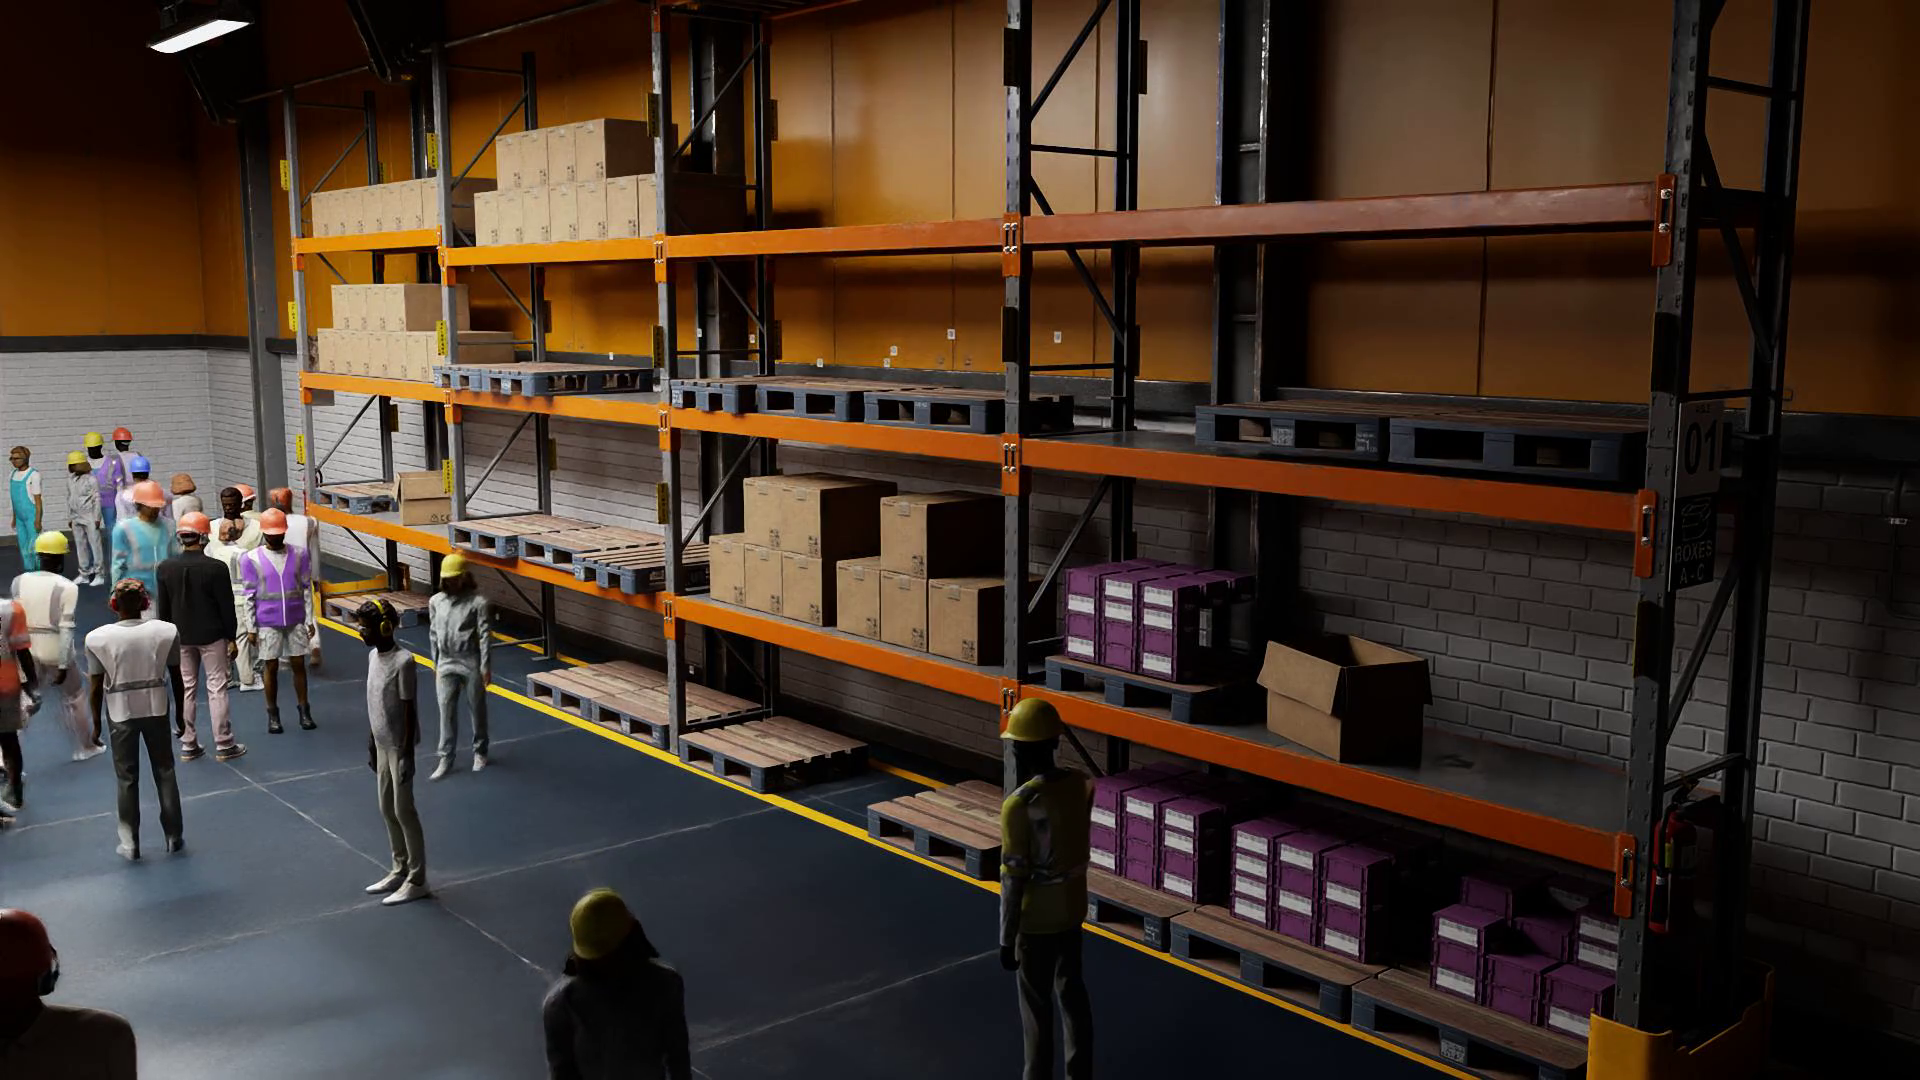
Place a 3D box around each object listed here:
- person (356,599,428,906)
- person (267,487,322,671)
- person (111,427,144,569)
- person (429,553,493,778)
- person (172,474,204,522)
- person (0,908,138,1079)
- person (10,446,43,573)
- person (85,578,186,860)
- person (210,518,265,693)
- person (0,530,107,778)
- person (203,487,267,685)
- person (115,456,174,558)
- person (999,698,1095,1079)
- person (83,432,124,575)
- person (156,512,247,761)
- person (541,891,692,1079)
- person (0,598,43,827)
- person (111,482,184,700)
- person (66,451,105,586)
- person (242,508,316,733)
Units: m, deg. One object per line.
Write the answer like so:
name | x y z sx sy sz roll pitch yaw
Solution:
person | -3.473 1.277 10.132 0.523 1.856 0.348 8 11 44
person | -6.552 0.387 16.283 0.602 1.858 0.664 -8 11 -43
person | -11.337 -0.565 22.627 0.354 1.939 0.545 4 9 23
person | -3.848 0.951 12.814 0.490 1.745 0.380 1 8 5
person | -9.067 0.033 19.562 0.283 1.626 0.508 2 8 11
person | -2.625 1.990 4.718 0.620 1.986 0.408 -4 9 -24
person | -11.752 -0.271 20.956 0.501 1.839 0.341 4 9 26
person | -5.379 1.169 10.894 0.566 1.844 0.381 -5 10 -33
person | -6.769 0.606 15.526 0.513 1.638 0.313 4 9 27
person | -7.086 0.870 12.873 0.584 1.886 0.980 1 8 8
person | -6.788 0.453 15.623 0.592 1.919 0.392 -2 8 -13
person | -8.971 0.049 18.329 0.404 1.945 0.615 8 11 43
person | 0.360 1.643 7.379 0.404 1.917 0.583 7 11 42
person | -11.441 -0.485 22.120 0.592 1.923 0.381 -2 8 -13
person | -6.010 0.768 13.173 0.608 1.994 0.382 0 8 3
person | -1.138 1.991 5.603 0.501 1.714 0.377 -3 9 -19
person | -6.771 1.042 11.574 0.645 1.928 0.871 -5 10 -31
person | -7.355 0.466 15.229 0.868 1.998 0.650 6 10 36
person | -11.227 -0.275 21.295 0.492 1.740 0.325 2 9 16
person | -5.736 0.678 14.053 0.548 1.925 0.391 -6 10 -34
